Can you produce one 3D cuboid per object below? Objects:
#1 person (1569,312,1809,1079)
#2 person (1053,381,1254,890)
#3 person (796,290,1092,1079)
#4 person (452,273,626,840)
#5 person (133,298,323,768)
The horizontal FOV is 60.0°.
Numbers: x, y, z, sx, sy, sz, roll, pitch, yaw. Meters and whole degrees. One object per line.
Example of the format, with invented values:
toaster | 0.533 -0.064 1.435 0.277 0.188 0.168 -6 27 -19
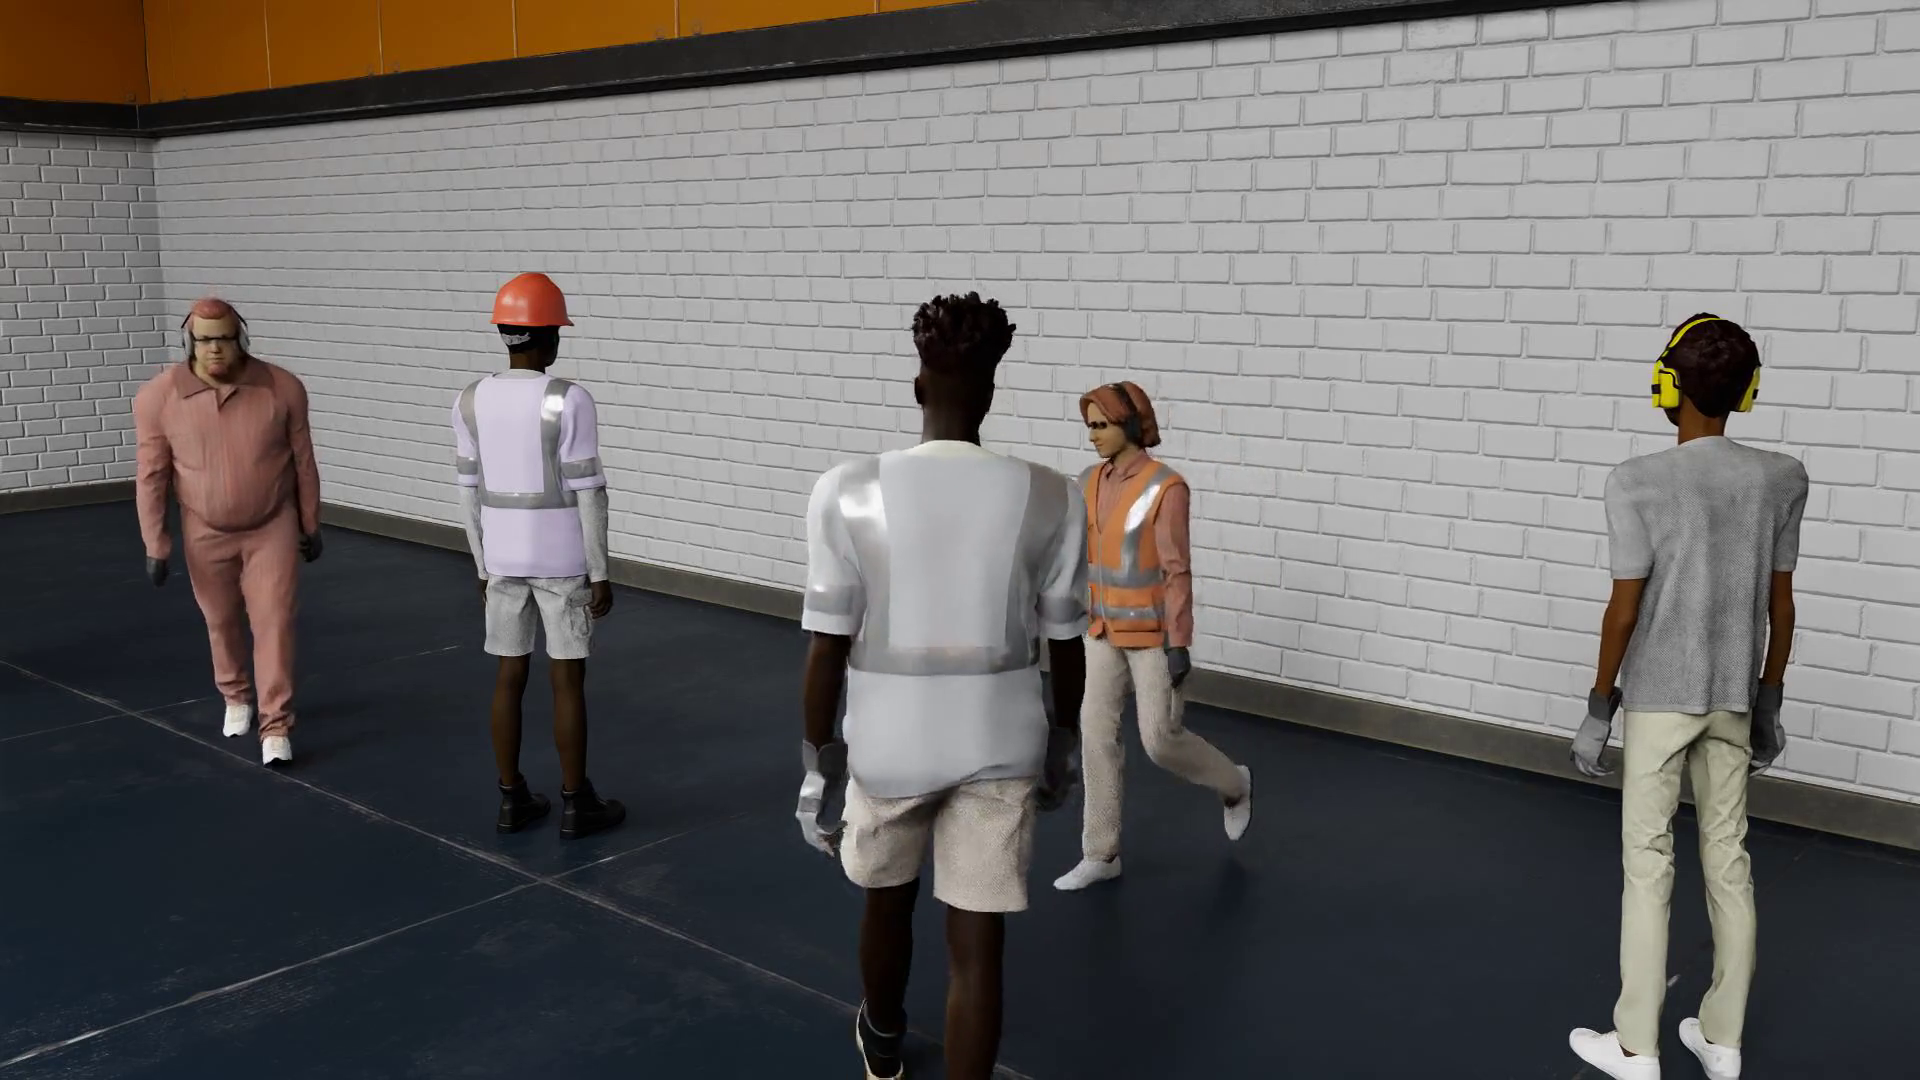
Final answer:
person | 1.728 0.399 3.990 0.521 1.874 0.328 -1 10 -7
person | 0.619 0.292 5.333 0.704 1.616 0.545 -7 12 -36
person | -0.043 0.424 3.697 0.643 1.920 0.944 -1 10 -4
person | -1.436 0.066 5.700 0.545 1.939 0.354 3 10 17
person | -2.898 -0.041 6.628 0.668 1.831 0.964 -4 11 -20
